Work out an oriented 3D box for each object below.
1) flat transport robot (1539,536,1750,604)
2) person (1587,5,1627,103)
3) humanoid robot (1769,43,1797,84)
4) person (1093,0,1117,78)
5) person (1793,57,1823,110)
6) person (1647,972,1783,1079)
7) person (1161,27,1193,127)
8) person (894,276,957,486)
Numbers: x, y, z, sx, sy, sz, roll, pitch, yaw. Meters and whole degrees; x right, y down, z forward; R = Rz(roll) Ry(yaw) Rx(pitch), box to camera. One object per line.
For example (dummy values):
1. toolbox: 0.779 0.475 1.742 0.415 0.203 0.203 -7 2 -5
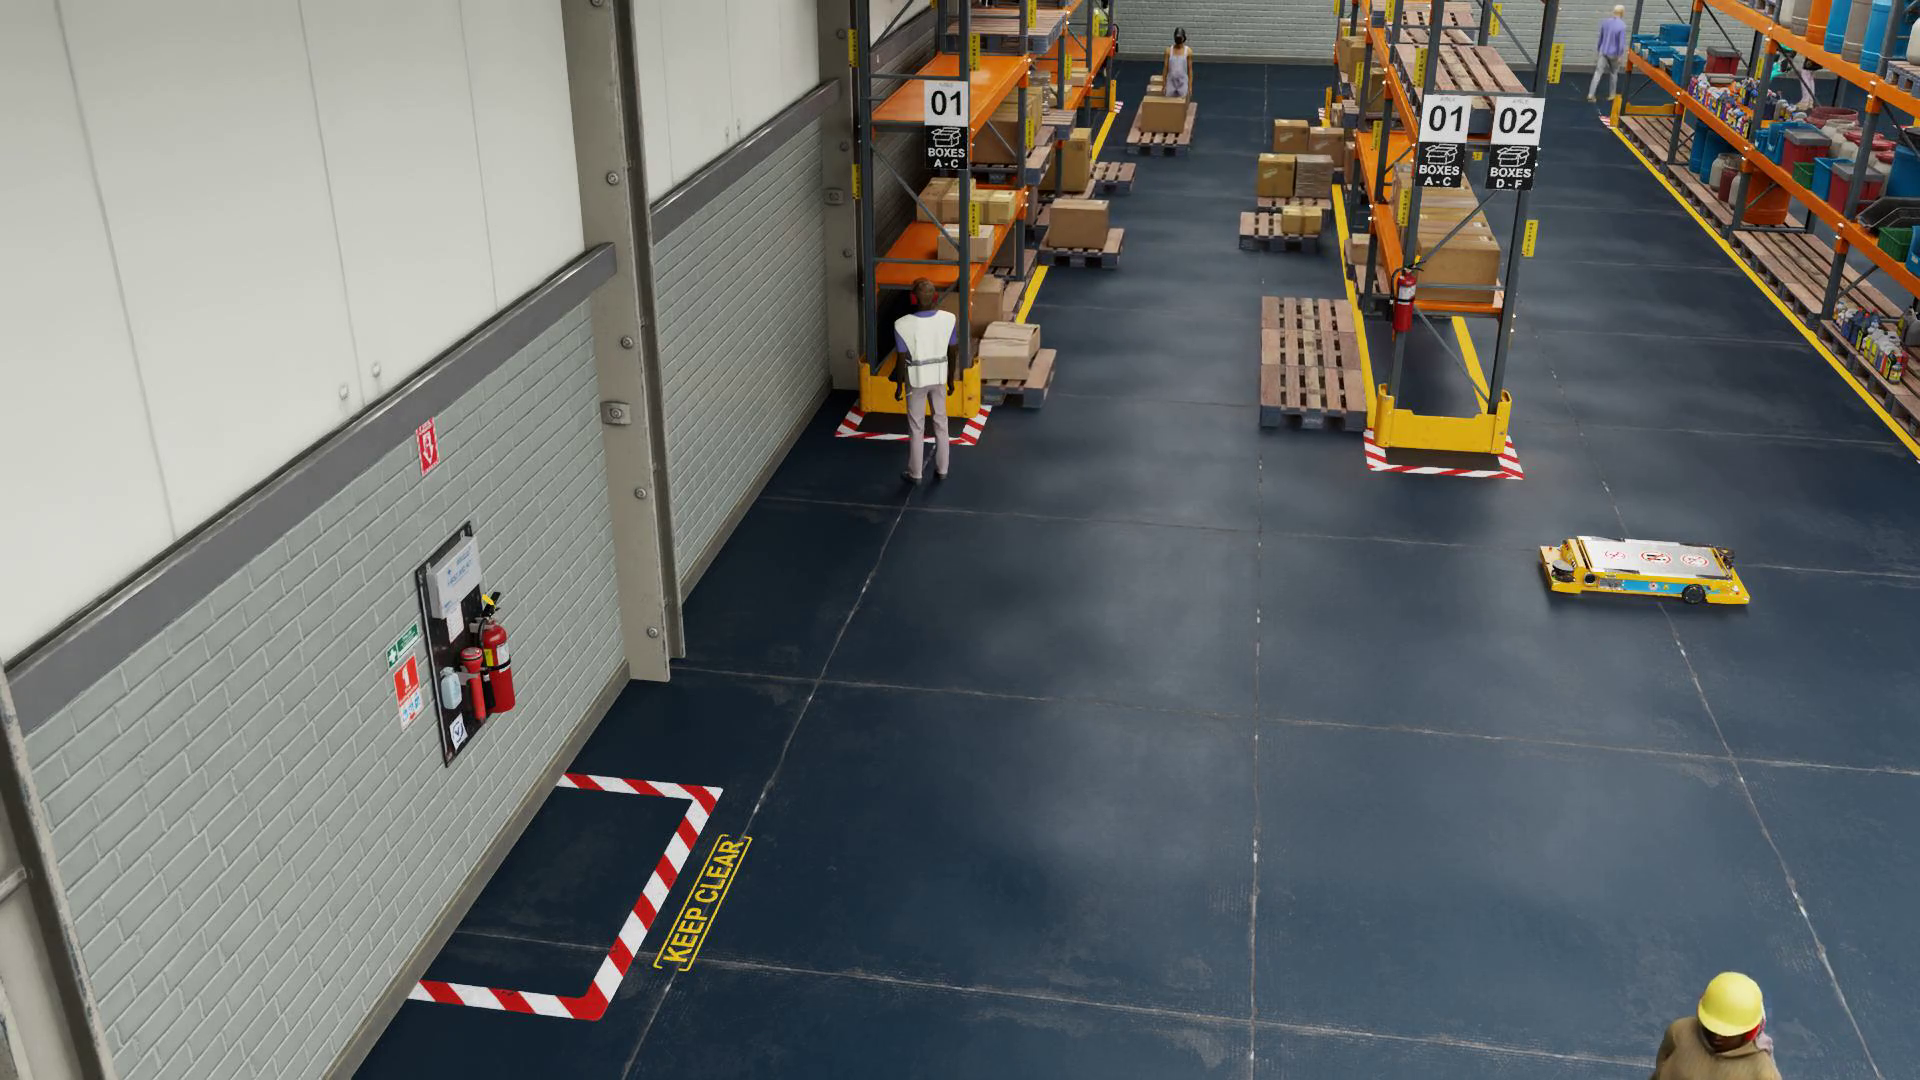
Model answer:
1. flat transport robot: 5.279 0.231 12.864 1.431 0.231 0.659 4 25 9
2. person: 12.085 -9.067 31.001 0.594 1.759 0.917 22 33 39
3. humanoid robot: 14.609 -8.530 29.912 1.009 1.753 0.542 -7 26 -15
4. person: 2.864 -10.178 33.475 0.542 1.678 0.485 -6 26 -12
5. person: 15.558 -8.790 30.335 0.394 1.836 0.563 15 29 29
6. person: 2.934 2.378 6.533 0.666 1.742 0.540 -20 32 -36
7. person: 3.615 -7.579 27.697 0.512 1.863 0.387 5 25 10
8. person: -0.296 -1.360 14.406 0.563 1.846 0.391 -10 27 -20
